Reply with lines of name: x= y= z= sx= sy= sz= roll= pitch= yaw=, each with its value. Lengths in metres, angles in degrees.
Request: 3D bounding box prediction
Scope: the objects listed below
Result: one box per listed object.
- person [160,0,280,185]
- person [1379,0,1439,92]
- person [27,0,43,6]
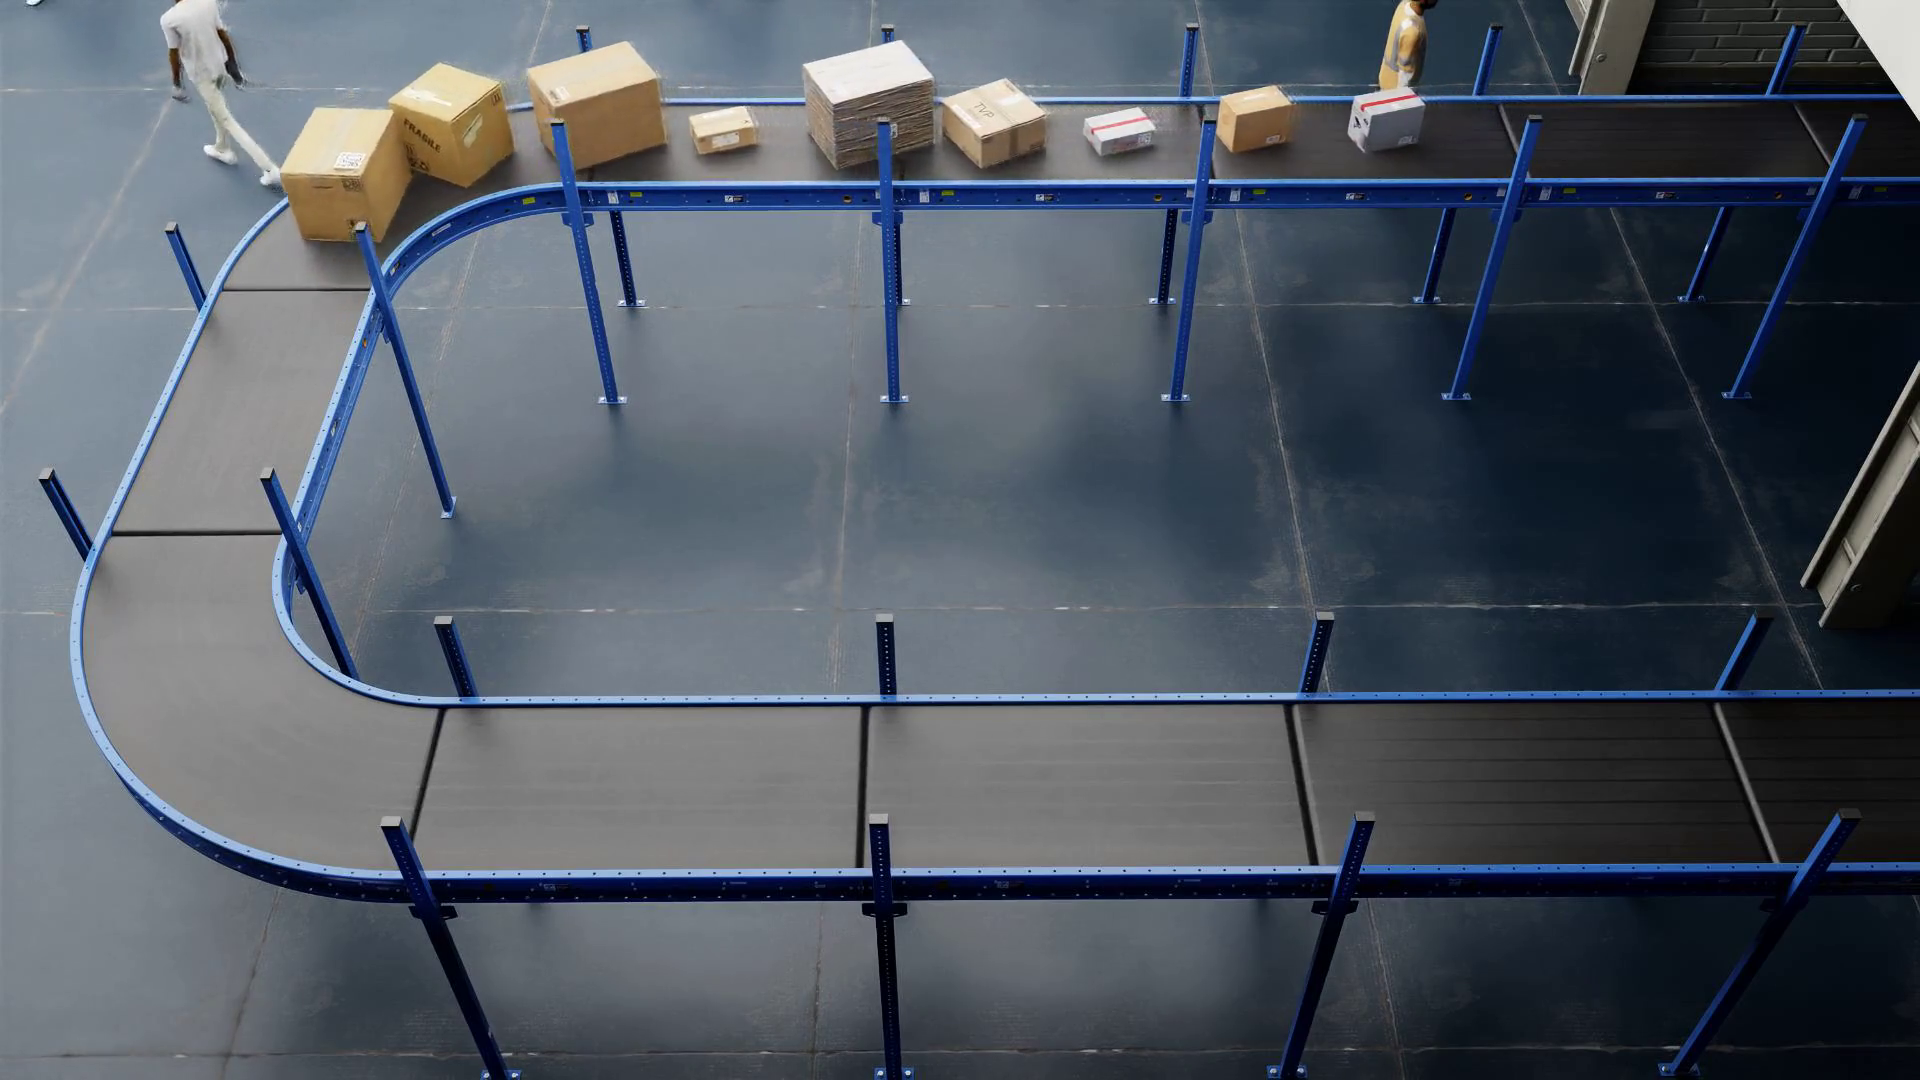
person: x=-5.845 y=-3.636 z=13.424 sx=0.937 sy=1.829 sz=0.523 roll=20 pitch=50 yaw=17
person: x=3.414 y=-3.511 z=13.231 sx=0.373 sy=1.935 sz=0.551 roll=5 pitch=47 yaw=4
person: x=-8.368 y=-5.881 z=15.493 sx=0.637 sy=1.871 sz=0.930 roll=10 pitch=48 yaw=9
